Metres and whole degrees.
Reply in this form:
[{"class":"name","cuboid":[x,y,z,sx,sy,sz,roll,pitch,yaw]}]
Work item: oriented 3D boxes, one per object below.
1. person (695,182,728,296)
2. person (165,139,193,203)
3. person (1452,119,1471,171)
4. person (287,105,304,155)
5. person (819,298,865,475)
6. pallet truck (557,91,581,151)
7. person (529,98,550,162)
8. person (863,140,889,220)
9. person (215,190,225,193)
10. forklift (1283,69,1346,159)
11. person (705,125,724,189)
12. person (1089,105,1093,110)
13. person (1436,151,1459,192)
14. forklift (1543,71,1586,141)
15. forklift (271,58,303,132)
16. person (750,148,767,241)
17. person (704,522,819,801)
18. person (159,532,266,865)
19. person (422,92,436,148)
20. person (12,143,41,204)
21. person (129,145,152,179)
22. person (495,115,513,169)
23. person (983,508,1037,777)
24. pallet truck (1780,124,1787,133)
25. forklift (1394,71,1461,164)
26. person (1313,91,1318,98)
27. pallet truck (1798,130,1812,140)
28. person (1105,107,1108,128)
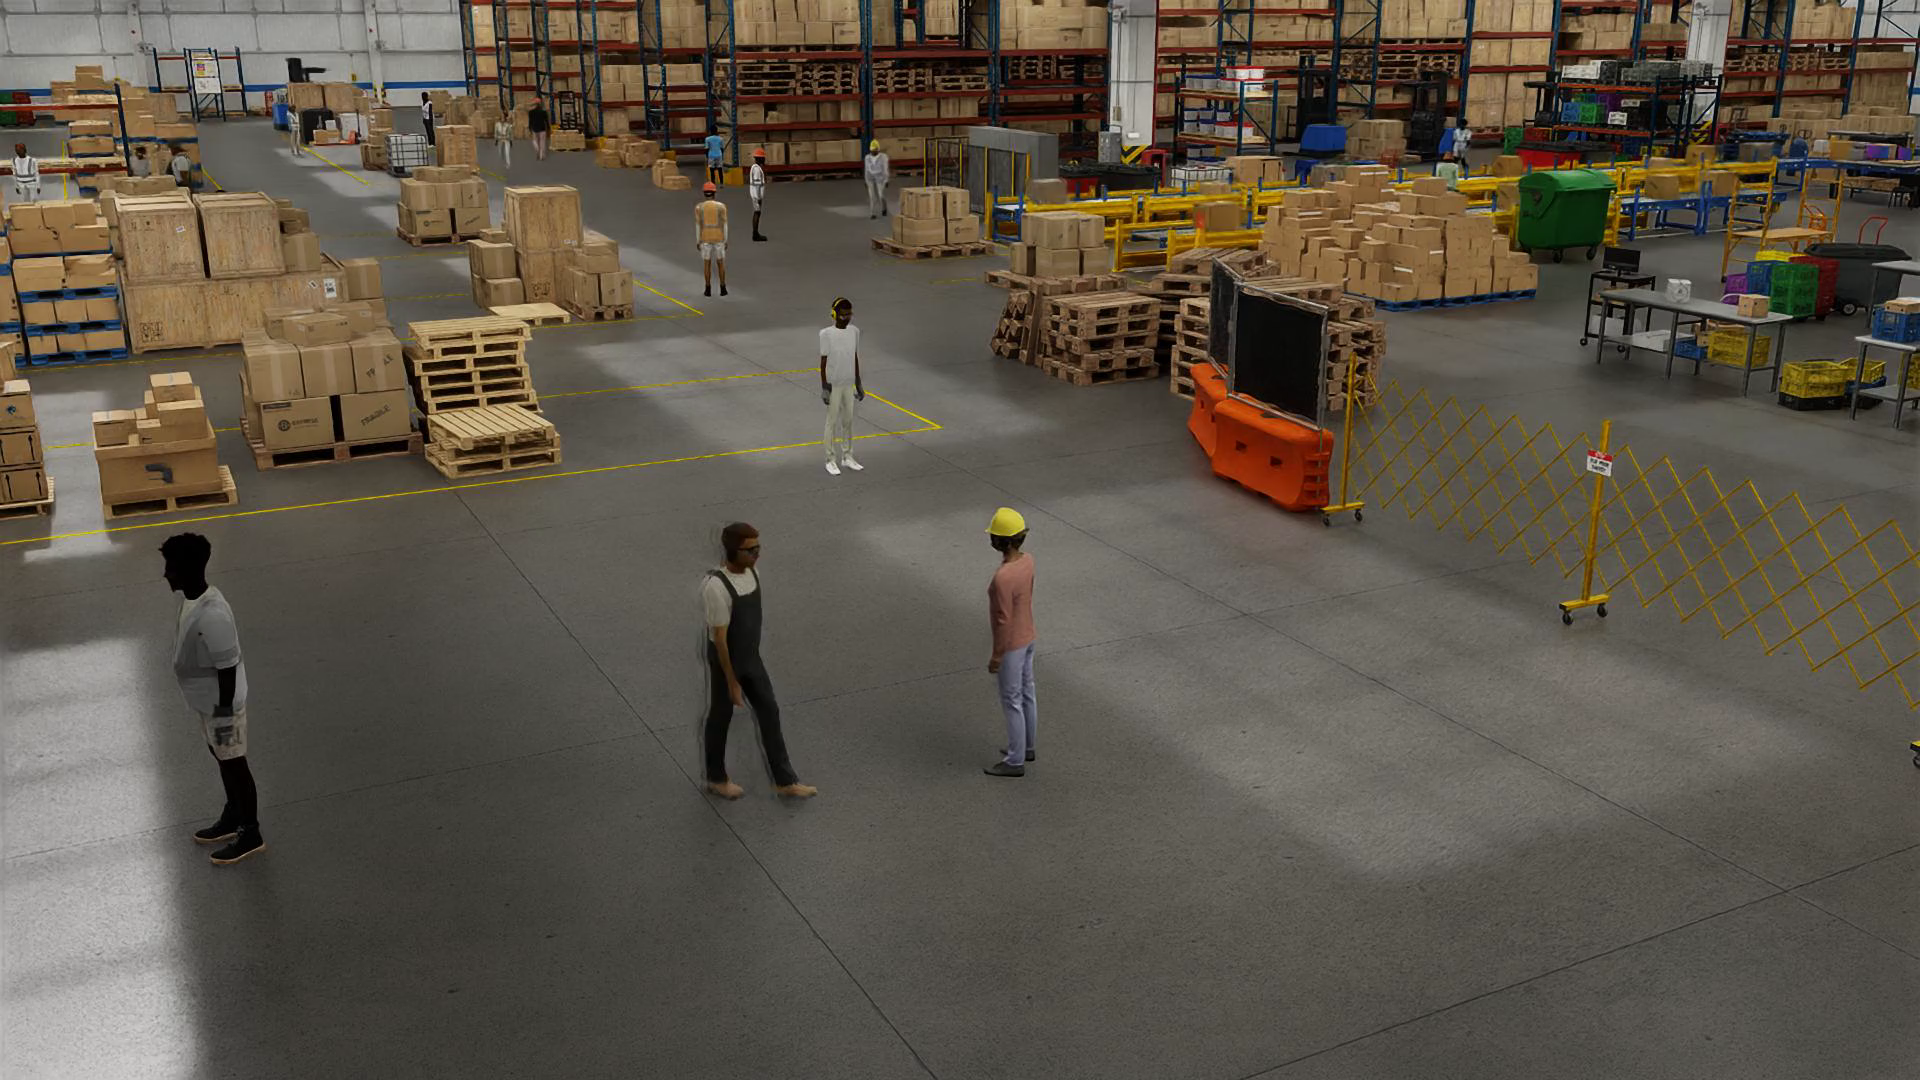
[{"class":"person","cuboid":[-4.228,-5.124,28.345,0.543,1.928,0.372,-3,18,-9]},{"class":"person","cuboid":[-17.293,-7.944,36.955,1.046,2.000,0.688,-7,19,-22]},{"class":"person","cuboid":[14.559,-11.402,48.327,0.525,1.668,0.753,8,19,23]},{"class":"person","cuboid":[-22.193,-13.671,55.453,0.308,1.641,0.514,7,19,19]},{"class":"person","cuboid":[-1.238,-1.625,17.542,0.516,1.865,0.329,-14,22,-37]},{"class":"pallet truck","cuboid":[-13.495,-14.412,57.188,0.823,1.965,1.885,-3,18,-9]},{"class":"person","cuboid":[-13.469,-13.160,53.349,0.647,1.950,0.928,-2,18,-7]},{"class":"person","cuboid":[-1.944,-8.373,38.649,0.593,1.822,0.470,4,18,13]},{"class":"person","cuboid":[-12.062,-4.770,27.266,0.390,1.913,0.587,3,18,8]},{"class":"forklift","cuboid":[11.615,-13.871,54.079,1.129,2.768,1.873,-9,20,-27]},{"class":"person","cuboid":[-6.652,-10.377,45.092,0.537,1.696,0.321,-9,20,-27]},{"class":"person","cuboid":[5.351,-18.176,69.145,0.677,1.896,0.713,-1,18,-4]},{"class":"person","cuboid":[11.059,-8.008,37.811,0.498,1.632,0.289,5,18,15]},{"class":"forklift","cuboid":[18.685,-13.231,52.085,1.873,2.768,1.129,-9,20,-26]},{"class":"forklift","cuboid":[-26.312,-17.697,66.005,1.873,2.768,1.129,-13,22,-34]},{"class":"person","cuboid":[-4.228,-7.276,35.063,0.398,1.928,0.541,-3,18,-10]},{"class":"person","cuboid":[-1.269,0.784,10.102,0.862,1.807,0.540,10,20,28]},{"class":"person","cuboid":[-4.277,0.894,9.521,0.369,1.967,0.601,-12,21,-33]},{"class":"person","cuboid":[-18.669,-14.758,58.412,0.396,1.911,0.588,-16,24,-41]},{"class":"person","cuboid":[-20.757,-7.883,37.038,0.572,1.876,0.355,0,18,1]},{"class":"person","cuboid":[-18.183,-7.863,37.042,0.588,1.832,0.450,3,18,9]},{"class":"person","cuboid":[-13.909,-12.164,50.783,0.525,1.617,0.553,-1,18,-4]},{"class":"person","cuboid":[0.311,0.651,10.600,0.331,1.768,0.526,8,19,22]},{"class":"pallet truck","cuboid":[25.206,-12.542,52.601,1.601,1.201,0.680,0,18,-2]},{"class":"forklift","cuboid":[14.939,-13.381,52.552,1.873,2.768,1.129,-9,20,-26]},{"class":"person","cuboid":[12.847,-15.404,60.573,0.440,1.810,0.609,-7,19,-22]},{"class":"pallet truck","cuboid":[25.526,-11.556,49.408,1.630,1.274,0.653,-9,20,-26]},{"class":"person","cuboid":[5.923,-16.714,64.964,0.517,1.616,0.529,0,18,-1]}]
